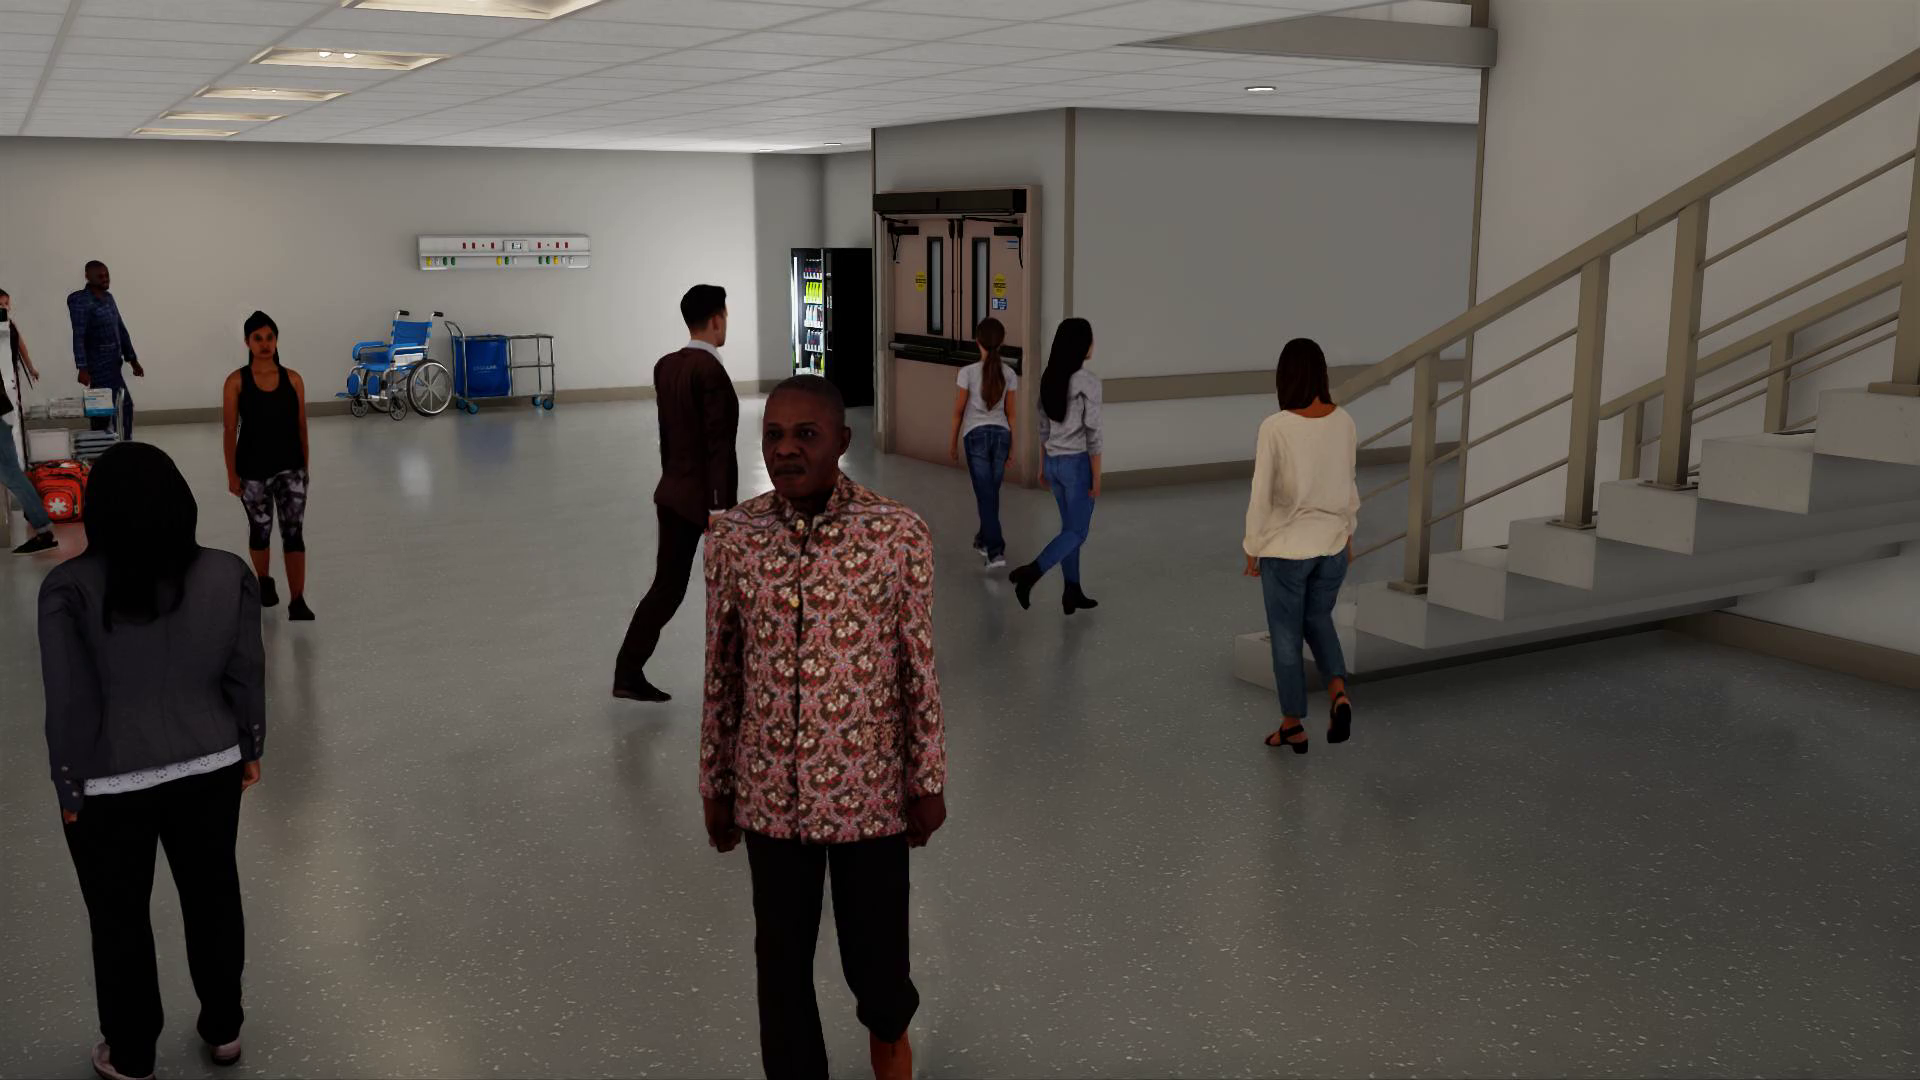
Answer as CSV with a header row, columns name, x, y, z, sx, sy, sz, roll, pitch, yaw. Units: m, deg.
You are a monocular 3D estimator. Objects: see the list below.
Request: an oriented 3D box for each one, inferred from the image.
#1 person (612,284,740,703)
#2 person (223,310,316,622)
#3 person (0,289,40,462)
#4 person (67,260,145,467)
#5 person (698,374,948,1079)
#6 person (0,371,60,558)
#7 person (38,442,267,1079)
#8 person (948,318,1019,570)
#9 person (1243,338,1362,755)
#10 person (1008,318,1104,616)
name,x,y,z,sx,sy,sz,roll,pitch,yaw
person,-1.207,-0.150,7.208,1.216,1.821,0.996,10,15,43
person,-3.729,-0.376,8.935,0.646,1.619,1.104,-7,13,-34
person,-8.608,-1.468,14.883,0.764,1.549,0.708,1,11,7
person,-7.547,-1.513,14.459,0.929,1.796,0.867,-1,11,-6
person,-0.282,0.532,3.701,0.959,1.789,1.034,1,11,8
person,-6.070,-0.754,10.523,1.082,1.770,0.988,9,14,40
person,-1.984,0.553,4.096,0.734,1.599,0.735,-10,15,-43
person,0.177,-0.557,10.157,0.743,1.519,1.112,-3,11,-14
person,1.395,0.056,6.518,0.702,1.672,0.766,-4,11,-18
person,0.524,-0.355,8.842,0.756,1.614,0.903,-9,14,-38
